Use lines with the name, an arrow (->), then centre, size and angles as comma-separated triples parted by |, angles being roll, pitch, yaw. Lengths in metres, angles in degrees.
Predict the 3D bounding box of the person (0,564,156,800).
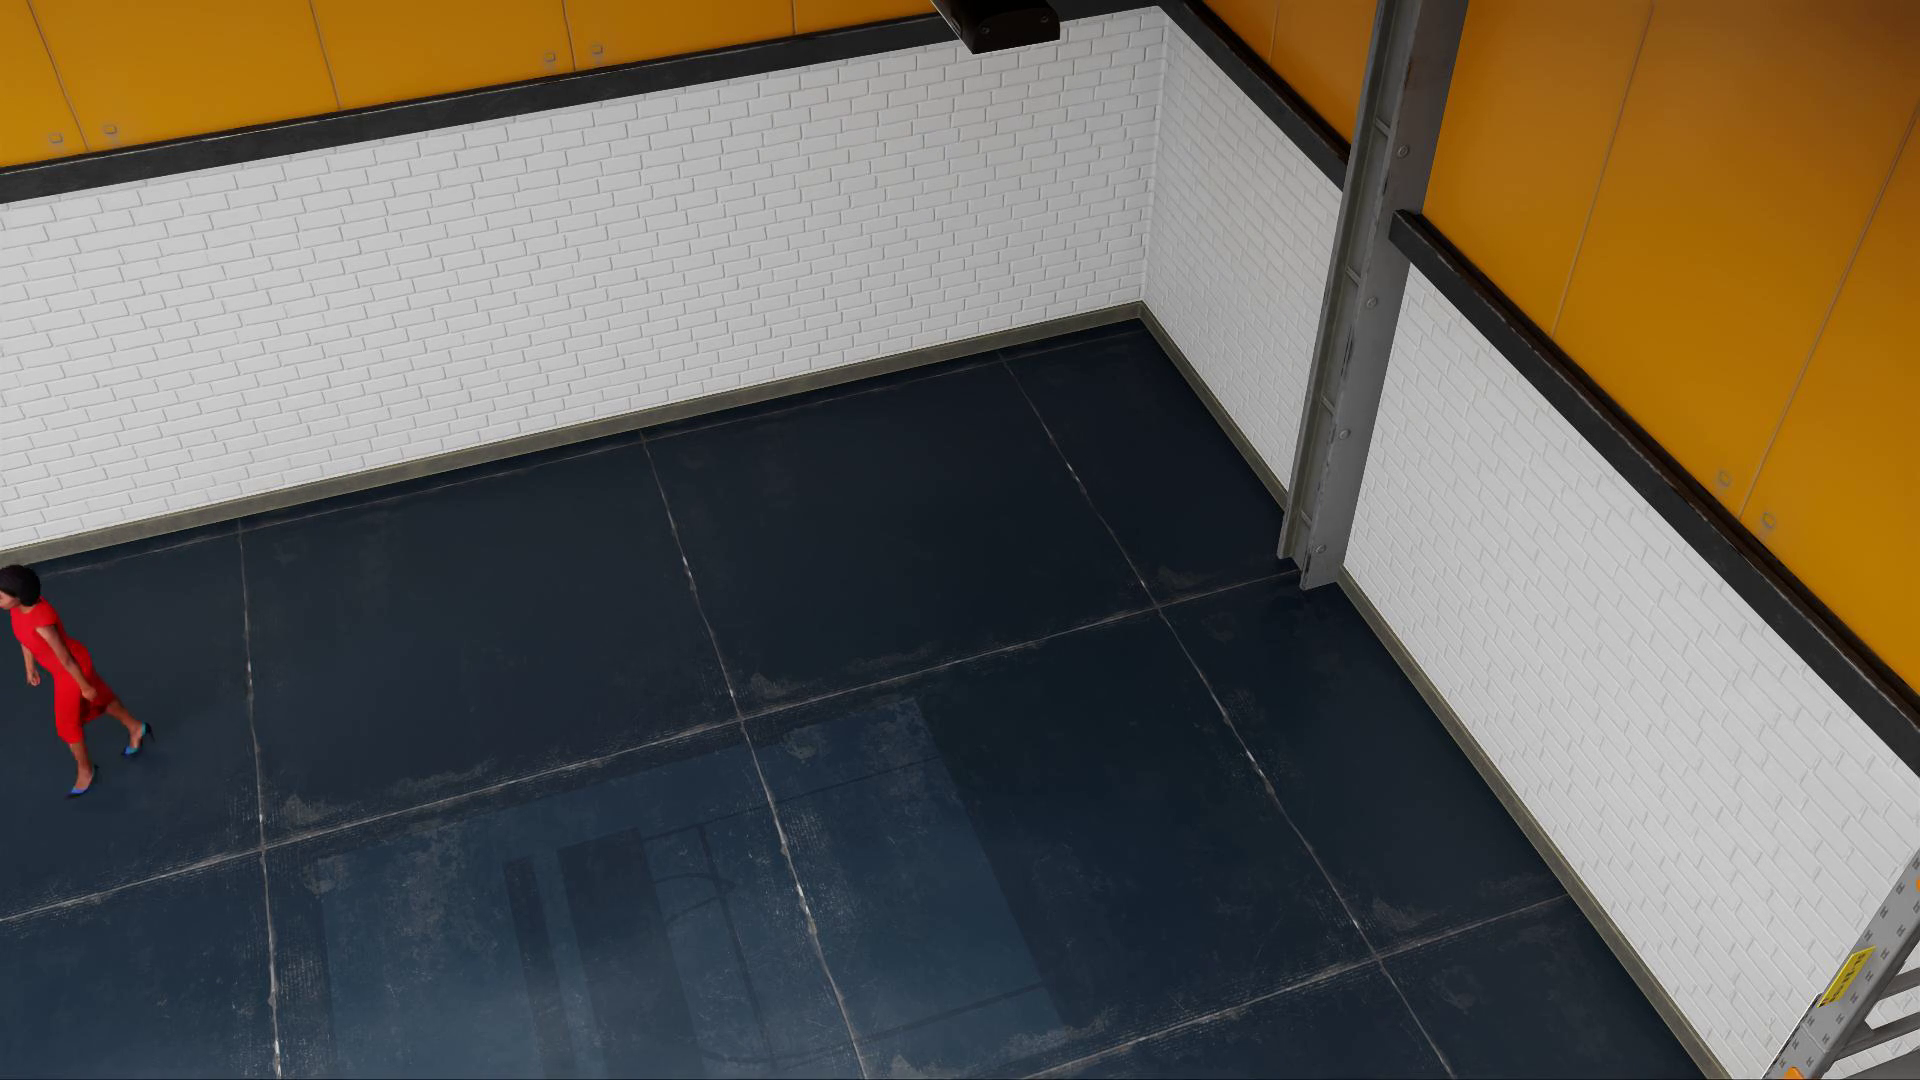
person -> -5.310, 0.759, 10.076 | 0.900, 1.722, 0.878 | 33, 53, 30
